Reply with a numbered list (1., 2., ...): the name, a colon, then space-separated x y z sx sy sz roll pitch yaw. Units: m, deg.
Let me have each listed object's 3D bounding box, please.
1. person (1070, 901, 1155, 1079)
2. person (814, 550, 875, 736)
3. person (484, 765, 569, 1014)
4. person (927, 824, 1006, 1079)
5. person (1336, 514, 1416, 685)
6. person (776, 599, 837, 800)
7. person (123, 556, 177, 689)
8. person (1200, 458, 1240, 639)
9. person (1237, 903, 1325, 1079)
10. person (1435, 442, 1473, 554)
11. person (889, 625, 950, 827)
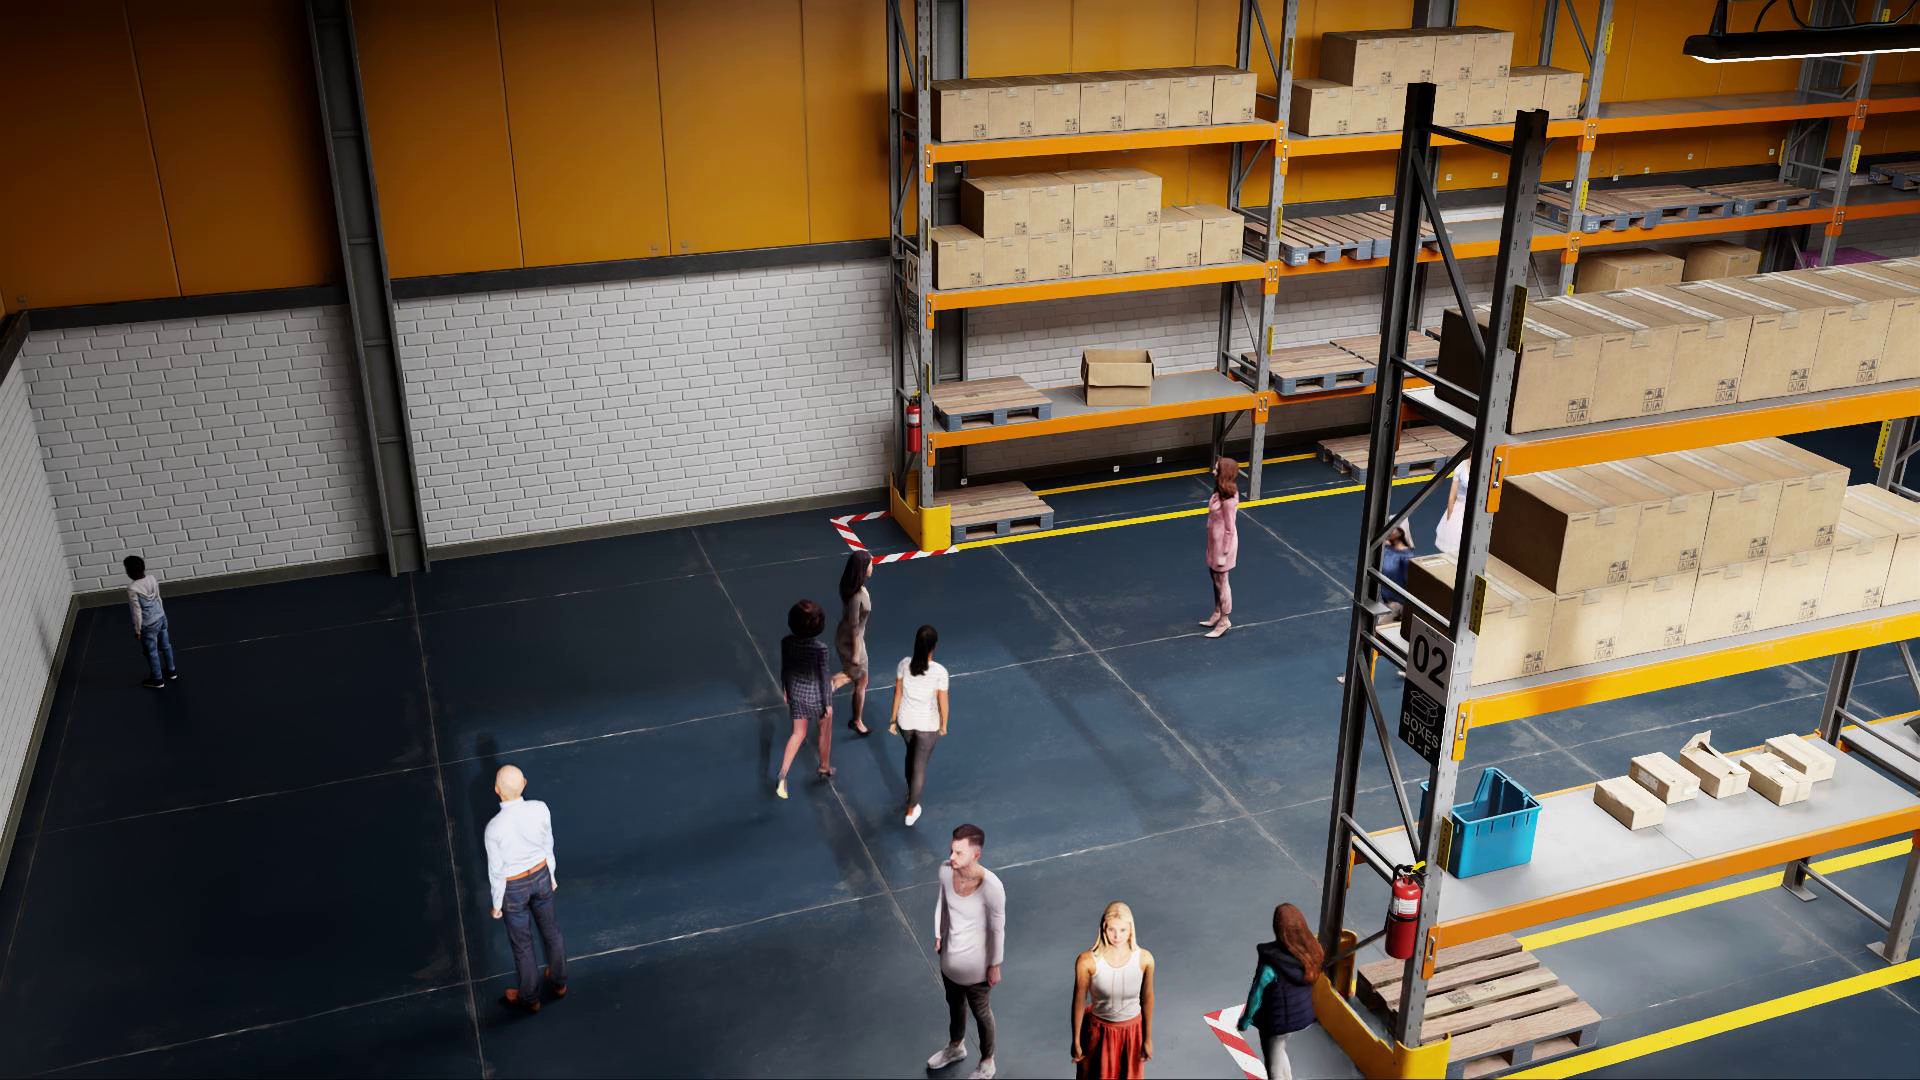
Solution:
1. person: 0.866 2.824 9.478 0.605 1.803 0.752 -2 24 -4
2. person: -0.985 0.896 13.990 0.872 1.721 0.661 -4 24 -8
3. person: -2.823 2.257 10.789 0.645 1.791 0.779 -21 31 -39
4. person: 0.053 2.513 10.145 0.745 1.839 0.720 20 31 38
5. person: 3.953 0.553 14.883 1.163 1.634 0.652 -7 25 -17
6. person: -1.239 1.297 13.128 1.008 1.677 1.083 12 26 25
7. person: -7.301 0.718 14.975 0.623 1.260 0.568 9 25 20
8. person: 2.492 0.061 15.799 0.623 1.803 0.675 -1 24 -2
9. person: 1.954 2.848 9.819 0.654 1.486 0.744 -20 31 -38
10. person: 4.963 -0.173 16.322 0.787 1.812 0.870 1 24 1
11. person: -0.342 1.466 12.817 0.832 1.617 0.887 8 25 18
